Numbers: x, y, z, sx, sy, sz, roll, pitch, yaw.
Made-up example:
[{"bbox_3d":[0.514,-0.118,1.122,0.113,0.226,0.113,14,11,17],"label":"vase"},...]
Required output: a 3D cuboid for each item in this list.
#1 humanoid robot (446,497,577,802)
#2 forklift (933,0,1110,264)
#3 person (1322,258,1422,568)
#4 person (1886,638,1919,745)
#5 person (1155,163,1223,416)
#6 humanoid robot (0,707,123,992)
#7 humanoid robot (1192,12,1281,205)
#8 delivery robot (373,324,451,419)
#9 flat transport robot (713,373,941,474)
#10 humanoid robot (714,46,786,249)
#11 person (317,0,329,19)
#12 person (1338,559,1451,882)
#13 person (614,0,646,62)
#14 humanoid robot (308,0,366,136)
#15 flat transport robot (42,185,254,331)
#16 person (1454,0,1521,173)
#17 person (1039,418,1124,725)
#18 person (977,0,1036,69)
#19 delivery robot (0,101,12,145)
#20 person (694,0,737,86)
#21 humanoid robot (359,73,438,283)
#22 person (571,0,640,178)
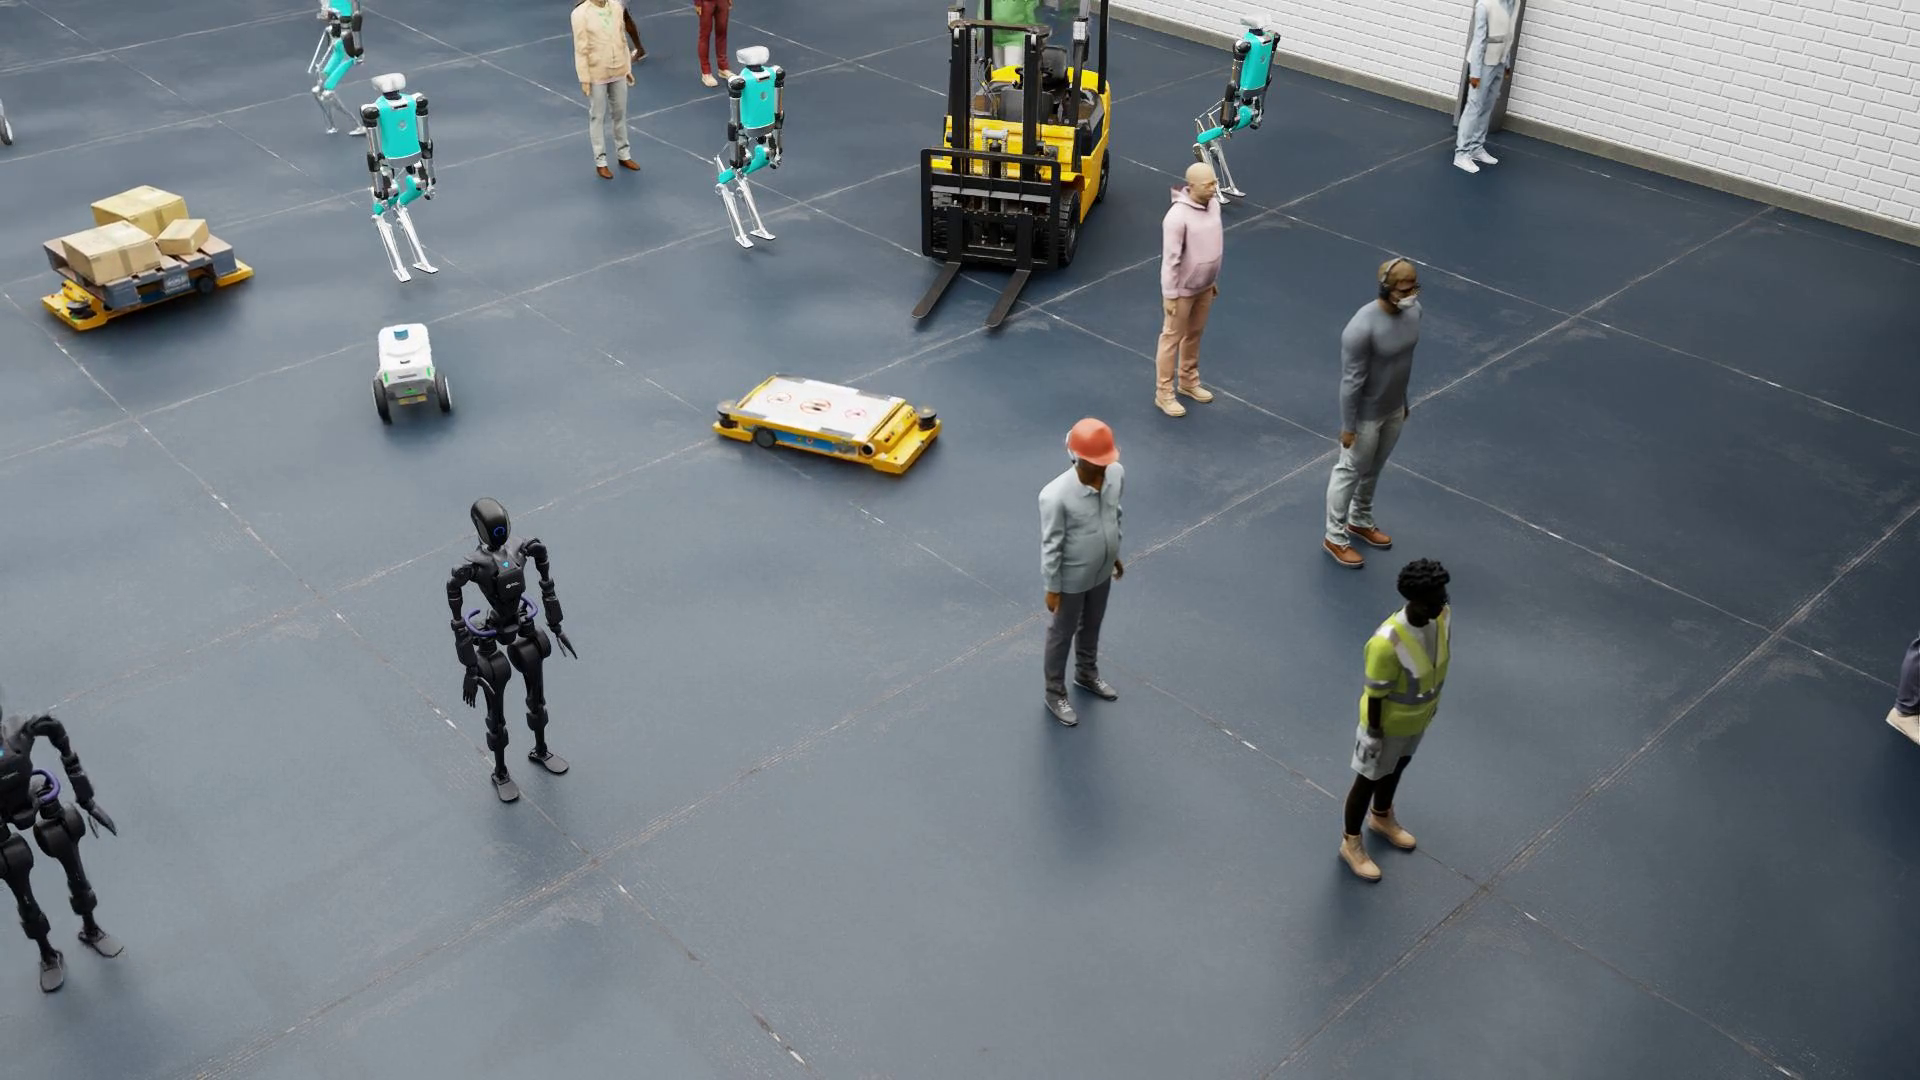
[{"bbox_3d":[-2.179,0.509,8.087,0.599,1.657,0.315,-27,41,-35],"label":"humanoid robot"},{"bbox_3d":[0.570,-3.725,14.138,1.214,2.155,2.313,9,34,13],"label":"forklift"},{"bbox_3d":[2.448,-0.761,9.813,0.635,1.938,0.359,-27,42,-35],"label":"person"},{"bbox_3d":[5.132,0.180,8.431,0.818,1.865,0.405,-27,42,-35],"label":"person"},{"bbox_3d":[1.570,-1.741,11.459,0.537,1.782,0.398,-27,42,-35],"label":"person"},{"bbox_3d":[-3.927,1.217,7.019,0.395,1.649,0.610,29,43,36],"label":"humanoid robot"},{"bbox_3d":[2.347,-3.820,14.576,0.533,1.677,0.735,-27,41,-35],"label":"humanoid robot"},{"bbox_3d":[-3.927,-1.233,11.794,0.520,0.581,0.750,-10,34,-15],"label":"delivery robot"},{"bbox_3d":[-0.913,-0.812,11.421,1.431,0.231,0.659,13,35,19],"label":"flat transport robot"},{"bbox_3d":[-1.798,-3.286,13.755,0.533,1.677,0.735,-27,41,-35],"label":"humanoid robot"},{"bbox_3d":[-7.738,-7.081,19.611,0.684,1.848,0.456,15,36,22],"label":"person"},{"bbox_3d":[2.015,0.806,7.623,0.540,1.695,0.315,-27,42,-35],"label":"person"},{"bbox_3d":[-3.820,-6.056,18.075,0.499,1.798,0.858,24,40,32],"label":"person"},{"bbox_3d":[-6.123,-4.766,16.158,0.533,1.789,0.788,27,42,35],"label":"humanoid robot"},{"bbox_3d":[-6.523,-2.075,13.363,0.659,0.231,1.431,27,42,35],"label":"flat transport robot"},{"bbox_3d":[4.909,-4.407,15.437,0.597,1.915,0.379,-27,42,-35],"label":"person"},{"bbox_3d":[0.649,0.146,8.587,0.573,1.749,0.332,-27,42,-35],"label":"person"},{"bbox_3d":[0.422,-4.970,16.465,0.575,1.733,0.929,13,35,19],"label":"person"},{"bbox_3d":[-9.635,-4.179,16.342,0.499,0.604,0.801,-12,35,-18],"label":"delivery robot"},{"bbox_3d":[-2.632,-5.733,17.608,0.477,1.768,0.366,-27,42,-35],"label":"person"},{"bbox_3d":[-4.493,-2.911,13.179,0.533,1.677,0.735,-27,41,-35],"label":"humanoid robot"},{"bbox_3d":[-3.276,-4.302,15.314,0.567,1.875,0.399,-27,42,-35],"label":"person"}]
